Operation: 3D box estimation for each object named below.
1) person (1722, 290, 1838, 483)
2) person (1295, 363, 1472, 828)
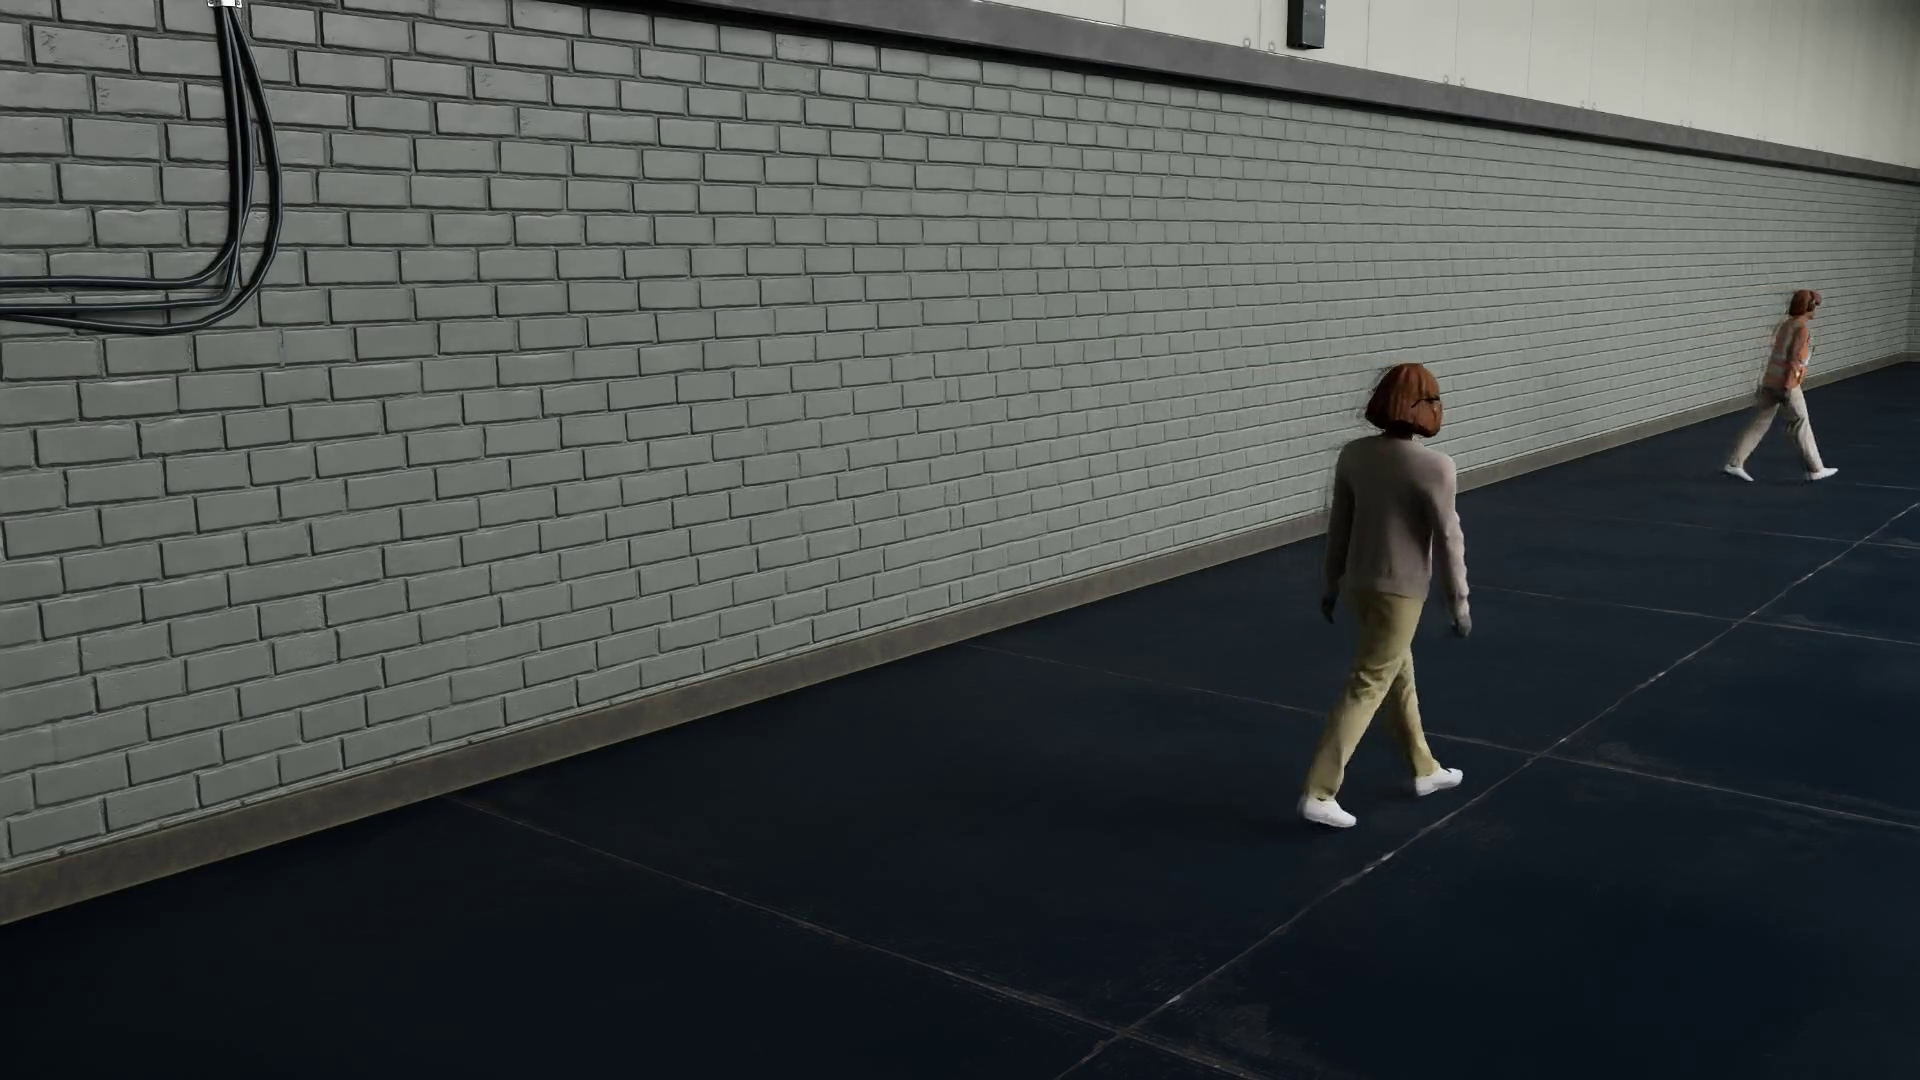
[{"bbox_3d":[6.806,-1.256,13.718,0.886,1.590,0.551,1,10,6],"label":"person"},{"bbox_3d":[1.481,0.182,5.763,0.863,1.590,0.519,-6,12,-29],"label":"person"}]
